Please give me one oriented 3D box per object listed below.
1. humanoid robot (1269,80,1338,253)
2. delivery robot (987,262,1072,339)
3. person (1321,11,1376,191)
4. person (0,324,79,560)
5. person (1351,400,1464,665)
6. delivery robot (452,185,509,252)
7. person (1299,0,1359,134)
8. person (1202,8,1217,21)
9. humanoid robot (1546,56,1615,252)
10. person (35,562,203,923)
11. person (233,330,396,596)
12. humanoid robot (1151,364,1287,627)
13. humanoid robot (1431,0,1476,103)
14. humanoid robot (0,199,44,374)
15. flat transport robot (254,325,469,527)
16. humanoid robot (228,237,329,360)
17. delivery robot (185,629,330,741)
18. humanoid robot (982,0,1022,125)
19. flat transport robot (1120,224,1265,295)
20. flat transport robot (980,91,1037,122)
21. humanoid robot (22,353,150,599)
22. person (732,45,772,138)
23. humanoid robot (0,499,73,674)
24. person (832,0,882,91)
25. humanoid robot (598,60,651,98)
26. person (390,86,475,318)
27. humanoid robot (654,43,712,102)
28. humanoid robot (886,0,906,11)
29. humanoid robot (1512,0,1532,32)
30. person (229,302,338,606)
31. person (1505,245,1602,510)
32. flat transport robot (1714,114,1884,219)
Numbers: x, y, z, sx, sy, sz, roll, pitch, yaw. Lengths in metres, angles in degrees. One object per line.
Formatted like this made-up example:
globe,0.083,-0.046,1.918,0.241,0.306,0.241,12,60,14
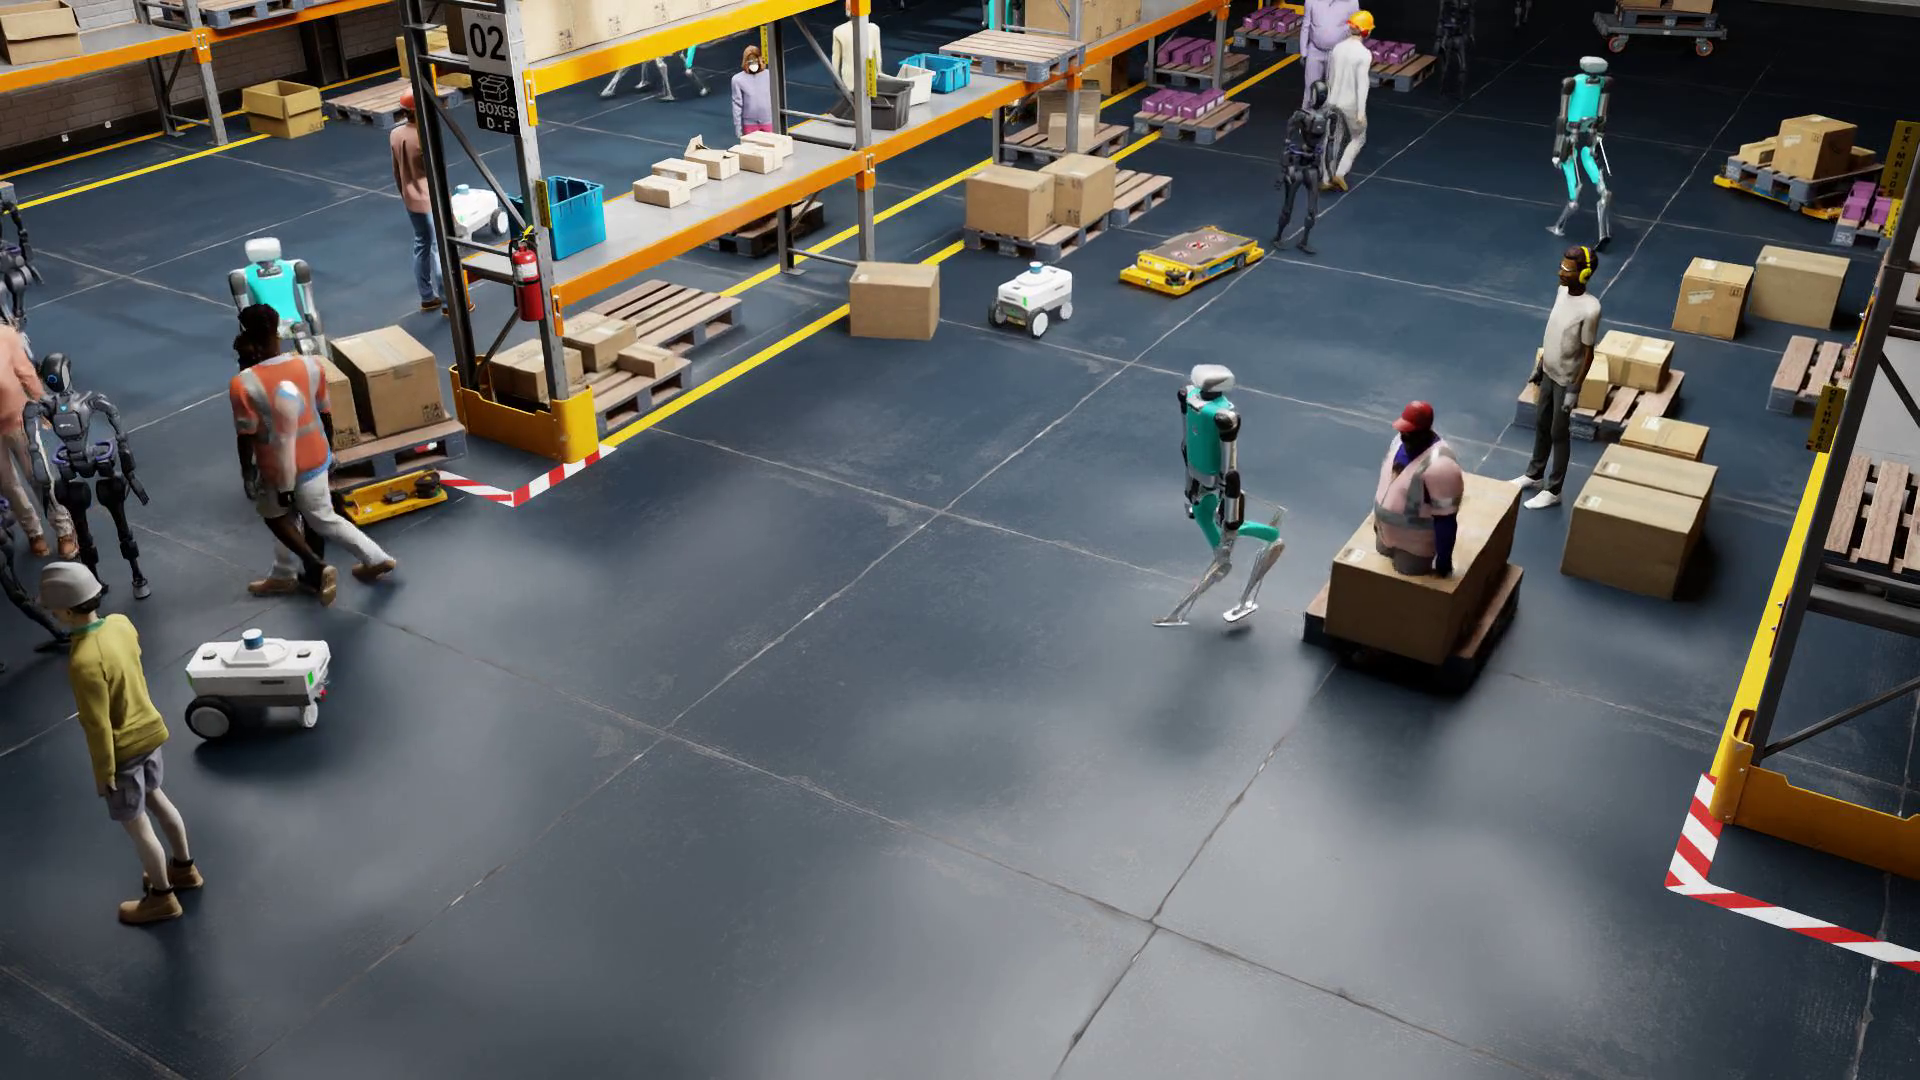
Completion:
humanoid robot,3.271,-3.560,15.822,0.608,1.643,0.385,-11,31,-18
delivery robot,0.639,-2.095,14.360,0.499,0.598,0.802,23,36,34
person,4.053,-4.565,17.380,0.440,1.875,0.593,-21,35,-32
person,-6.094,-0.714,10.505,0.645,1.941,0.602,-18,34,-29
person,2.579,-0.026,9.495,0.532,1.735,0.643,-10,31,-17
delivery robot,-4.813,-3.173,16.258,0.499,0.589,0.790,8,30,13
person,4.251,-5.657,19.297,0.643,1.900,0.402,8,30,14
person,3.820,-8.602,24.658,0.574,1.737,0.383,21,36,33
humanoid robot,6.086,-3.651,15.923,0.553,1.761,0.970,-7,30,-12
person,-3.850,0.930,7.670,0.413,1.879,0.488,0,29,-1
person,-4.047,-0.474,10.244,0.860,1.807,0.631,-12,32,-20
humanoid robot,1.642,-0.227,9.880,0.857,1.792,0.538,-13,32,-21
humanoid robot,6.132,-6.232,20.553,0.612,1.633,0.559,-12,32,-21
humanoid robot,-7.761,-2.176,13.407,0.771,1.626,0.610,20,35,31
flat transport robot,-4.253,-0.523,11.866,0.659,0.231,1.431,-21,35,-32
humanoid robot,-4.596,-1.133,11.501,0.531,1.836,0.728,-16,33,-25
delivery robot,-3.910,0.764,9.291,0.748,0.586,0.524,-1,29,-2
humanoid robot,0.604,-5.815,19.736,0.537,1.790,0.734,18,34,29
flat transport robot,2.194,-2.635,15.602,0.659,0.231,1.431,24,37,36
flat transport robot,0.729,-5.449,20.580,0.659,0.231,1.431,17,34,27
humanoid robot,-5.311,-0.372,10.154,0.599,1.657,0.315,-8,30,-14
person,-2.073,-4.266,17.110,0.506,1.623,0.287,-7,30,-12
humanoid robot,-5.617,-0.005,9.541,0.616,1.636,0.616,-8,30,-13
person,-1.153,-5.303,18.860,0.564,1.703,0.865,-10,31,-16
humanoid robot,-4.196,-6.416,20.846,0.553,1.733,1.009,22,36,33
person,-4.577,-2.911,14.339,0.616,1.992,0.394,20,35,31
humanoid robot,-3.538,-6.303,20.638,0.553,1.756,0.947,18,34,29
humanoid robot,-1.004,-8.908,25.301,0.600,1.621,0.759,-3,30,-6
humanoid robot,8.212,-8.254,24.121,0.601,1.647,0.508,1,30,2
person,-4.018,-0.469,10.073,0.656,1.939,0.644,24,37,35
person,4.046,-1.098,11.257,0.329,1.873,0.515,-5,30,-9
flat transport robot,8.728,-3.683,17.456,0.659,0.231,1.431,-14,32,-23
